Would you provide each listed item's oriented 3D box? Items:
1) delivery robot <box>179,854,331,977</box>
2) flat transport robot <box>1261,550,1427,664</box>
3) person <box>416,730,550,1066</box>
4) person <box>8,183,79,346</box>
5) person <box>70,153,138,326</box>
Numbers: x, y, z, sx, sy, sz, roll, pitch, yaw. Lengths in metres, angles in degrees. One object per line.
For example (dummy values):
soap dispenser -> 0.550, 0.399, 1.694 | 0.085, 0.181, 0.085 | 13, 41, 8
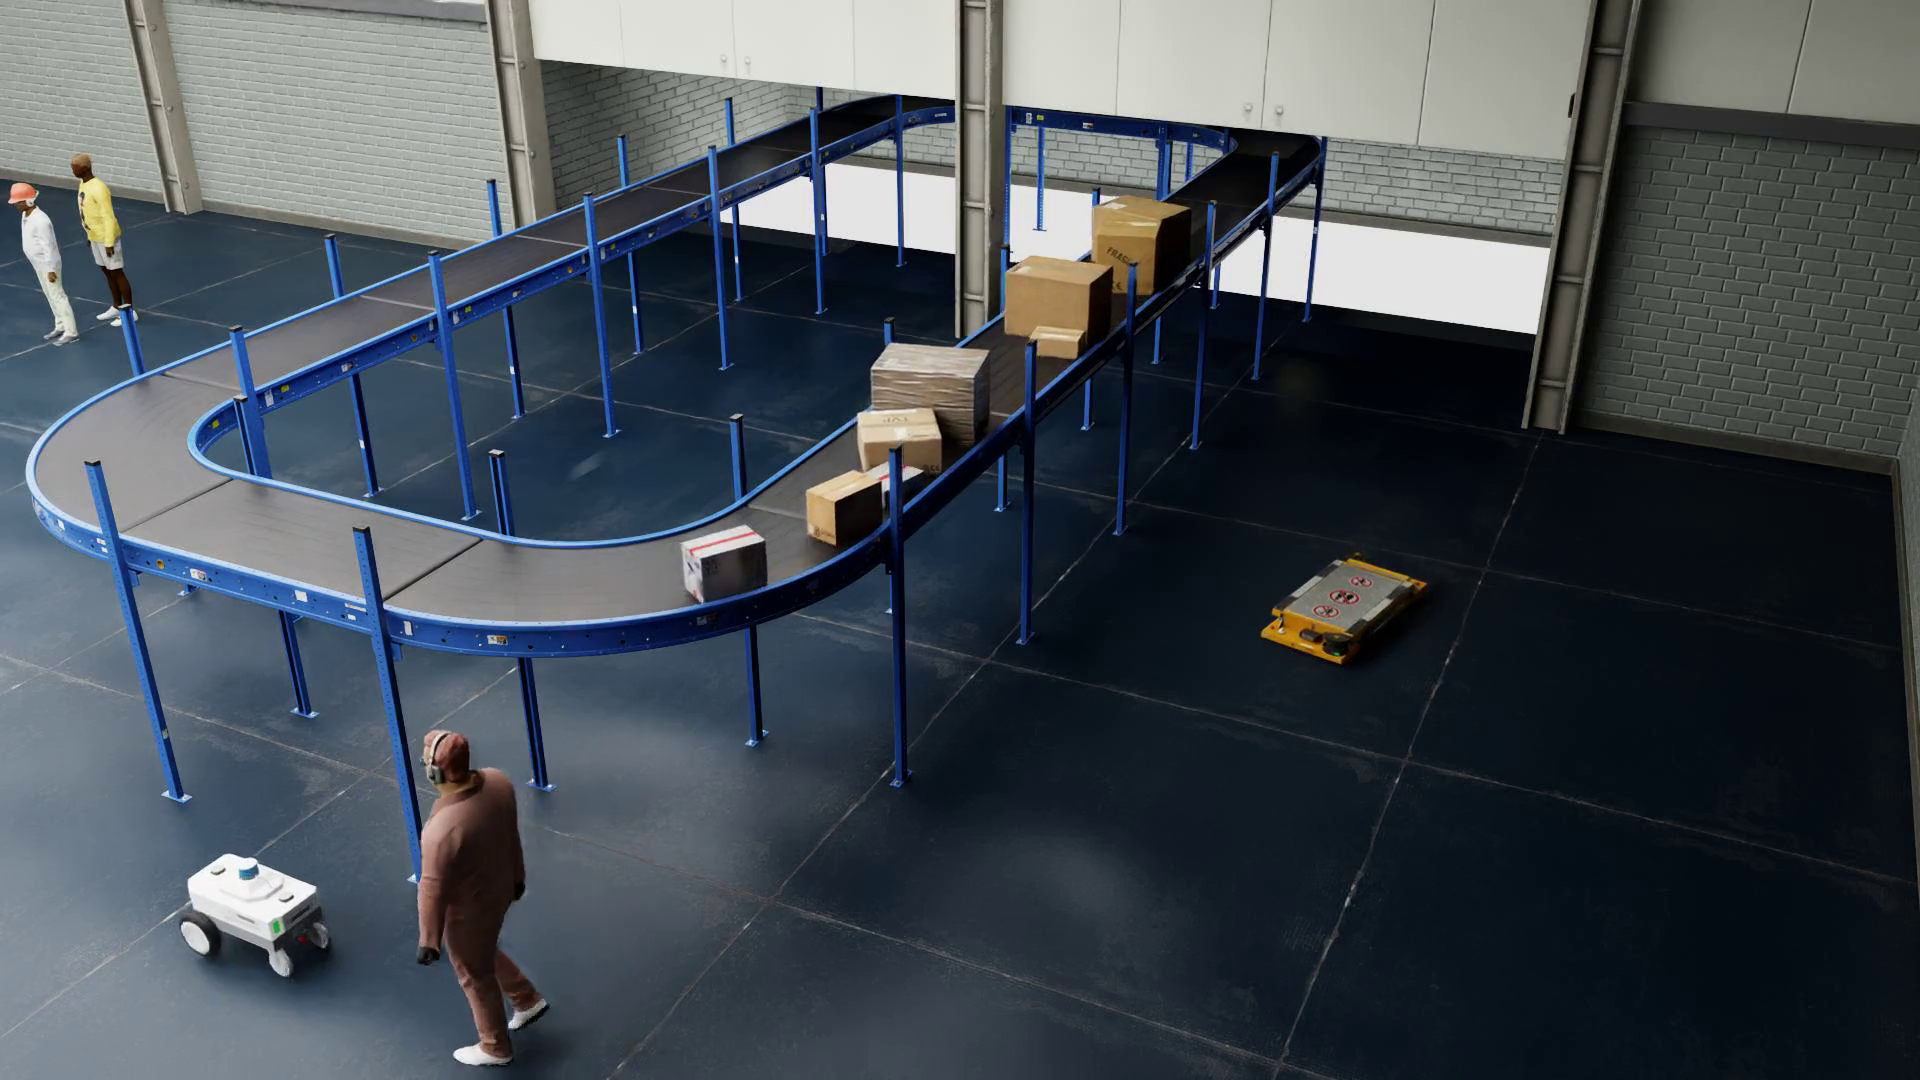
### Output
delivery robot -> -3.872, 2.014, 9.118 | 0.803, 0.614, 0.499 | 13, 29, 24
flat transport robot -> 2.904, 0.490, 12.488 | 0.659, 0.231, 1.431 | 19, 32, 34
person -> -2.396, 1.771, 8.096 | 0.440, 1.888, 0.660 | 4, 27, 8
person -> -9.808, -2.957, 17.775 | 0.349, 1.743, 0.561 | -24, 35, -39
person -> -9.452, -3.319, 18.331 | 0.541, 1.901, 0.373 | 23, 34, 38
